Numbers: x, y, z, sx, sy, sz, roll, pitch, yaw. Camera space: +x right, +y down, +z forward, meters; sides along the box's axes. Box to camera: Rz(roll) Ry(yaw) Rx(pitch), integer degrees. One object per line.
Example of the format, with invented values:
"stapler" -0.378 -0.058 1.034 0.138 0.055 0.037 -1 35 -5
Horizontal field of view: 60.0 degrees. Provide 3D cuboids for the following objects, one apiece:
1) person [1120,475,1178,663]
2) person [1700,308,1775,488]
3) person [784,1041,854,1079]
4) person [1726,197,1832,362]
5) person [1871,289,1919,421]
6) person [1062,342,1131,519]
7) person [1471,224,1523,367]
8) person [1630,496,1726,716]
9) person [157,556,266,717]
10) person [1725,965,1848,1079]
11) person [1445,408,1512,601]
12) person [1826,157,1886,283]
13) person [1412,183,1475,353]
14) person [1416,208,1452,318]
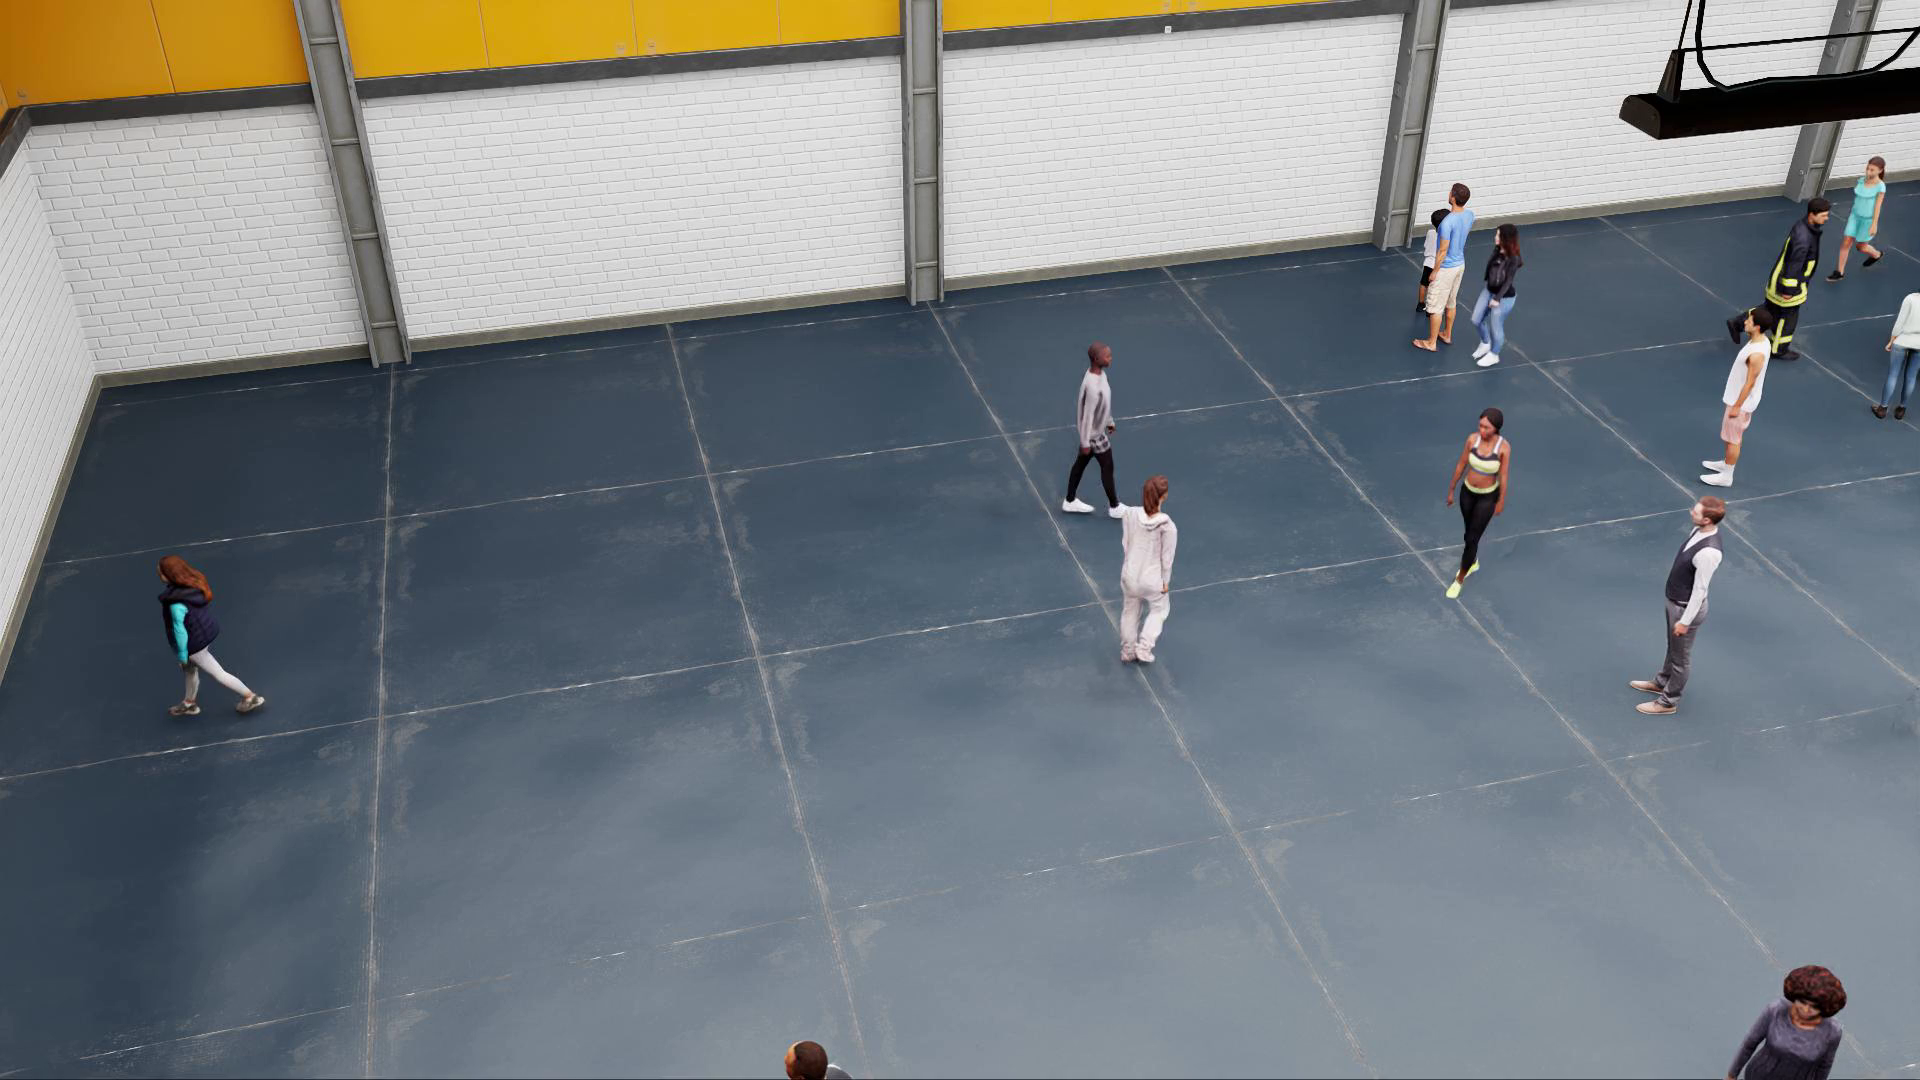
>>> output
"person" 1.434 0.308 13.241 0.801 1.670 0.861 17 37 24
"person" 7.349 -1.333 15.605 0.770 1.786 0.723 16 37 22
"person" -0.704 3.271 8.560 0.795 1.917 0.774 11 35 17
"person" 8.752 -2.804 17.718 1.209 1.896 1.130 14 36 20
"person" 9.566 -1.988 16.716 0.580 1.647 0.697 8 34 11
"person" 1.115 -0.990 15.120 1.061 1.750 0.880 5 34 7
"person" 5.780 -2.591 17.648 0.614 1.620 0.628 -9 35 -14
"person" 5.573 0.484 12.729 0.753 1.943 0.748 9 35 13
"person" -5.788 0.766 12.736 0.966 1.466 0.610 -6 34 -9
"person" 4.557 2.962 9.248 1.029 1.669 1.156 22 40 30
"person" 4.486 -0.393 14.243 0.880 1.727 1.023 27 42 35
"person" 10.646 -3.766 19.502 1.014 1.523 0.648 -13 36 -18
"person" 5.279 -2.954 17.973 0.650 1.864 0.784 -25 41 -32
"person" 5.367 -3.146 18.807 0.546 1.260 0.538 -17 37 -24
